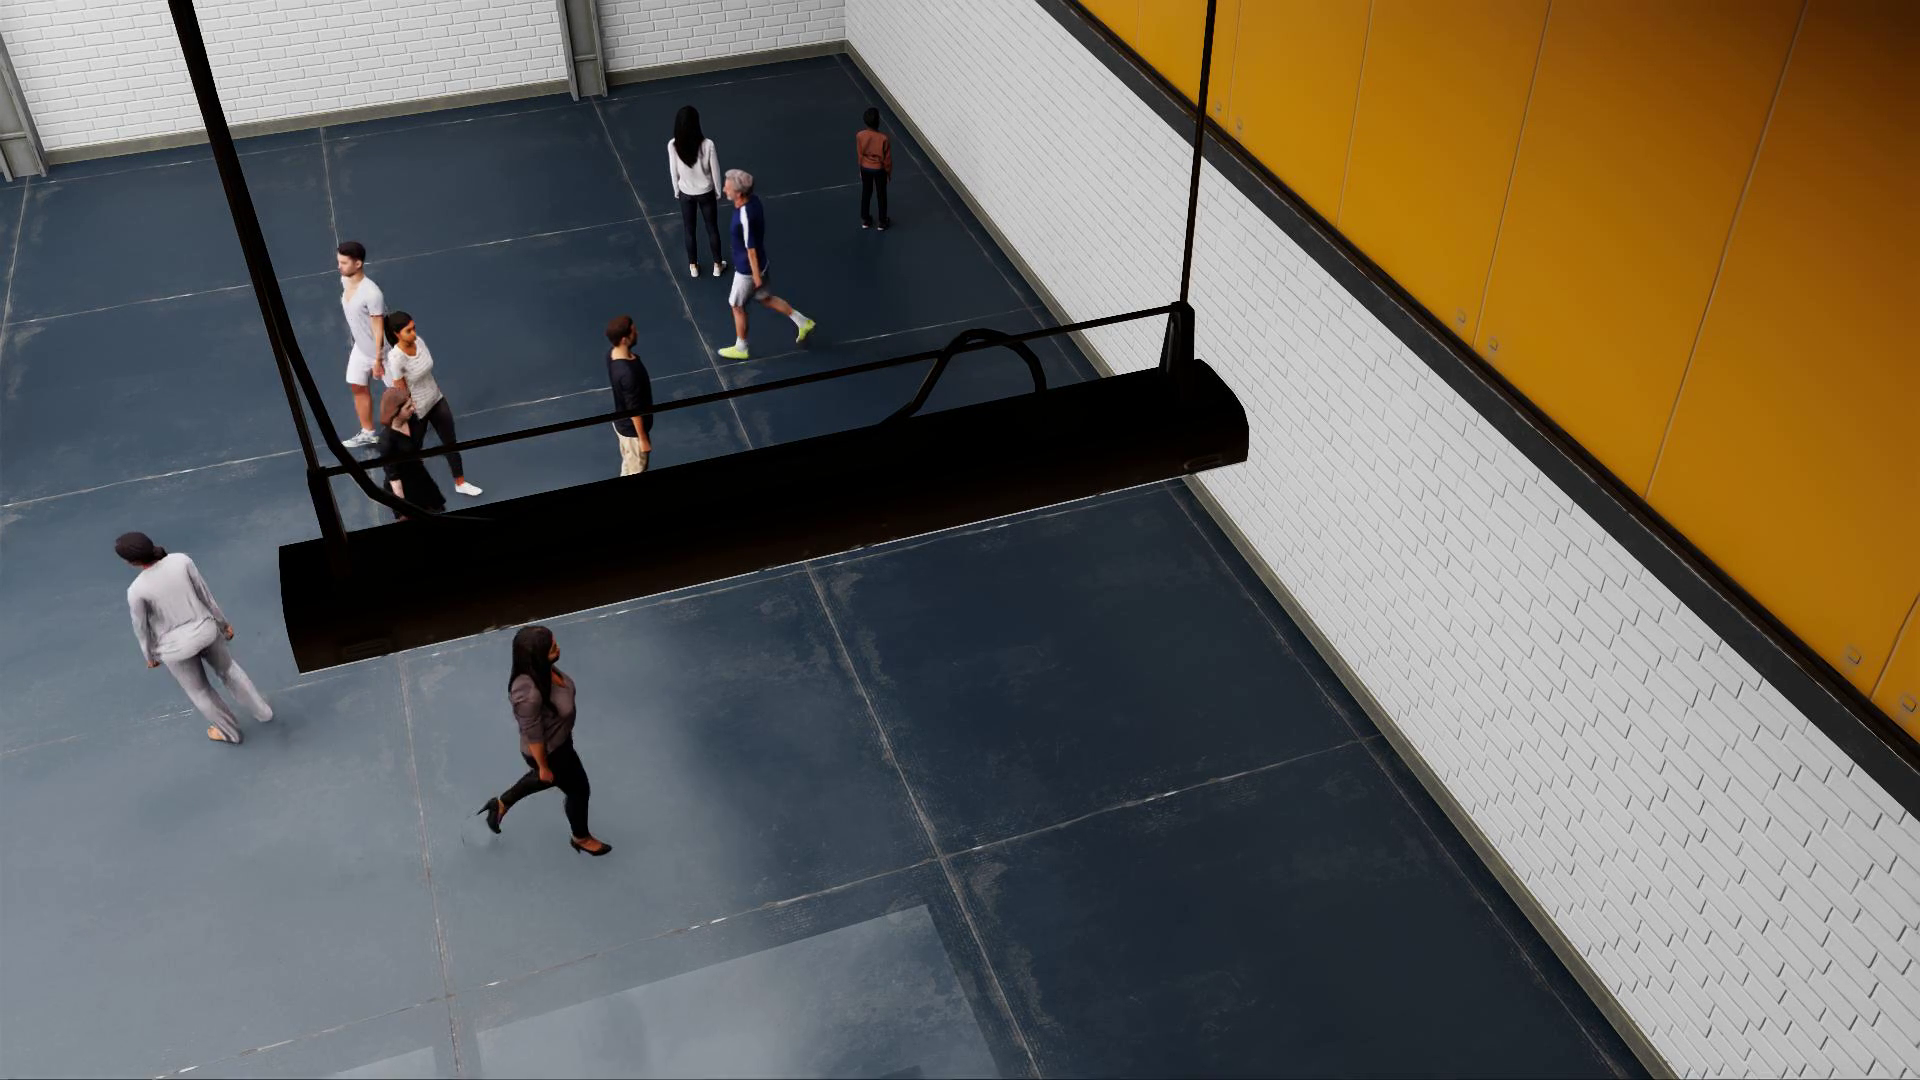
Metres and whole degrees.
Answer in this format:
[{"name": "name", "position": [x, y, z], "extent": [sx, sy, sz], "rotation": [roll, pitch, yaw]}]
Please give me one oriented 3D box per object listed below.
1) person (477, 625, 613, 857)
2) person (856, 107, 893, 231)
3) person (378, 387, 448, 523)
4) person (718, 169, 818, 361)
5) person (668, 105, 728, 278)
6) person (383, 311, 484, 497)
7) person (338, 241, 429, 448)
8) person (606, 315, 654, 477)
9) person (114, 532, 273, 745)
[{"name": "person", "position": [-2.531, 1.238, 9.851], "extent": [1.061, 1.815, 0.776], "rotation": [-5, 39, -6]}, {"name": "person", "position": [-0.856, -3.674, 16.452], "extent": [0.566, 1.252, 0.643], "rotation": [12, 40, 15]}, {"name": "person", "position": [-4.052, -0.398, 12.006], "extent": [0.837, 1.682, 0.780], "rotation": [11, 40, 13]}, {"name": "person", "position": [-1.724, -2.376, 14.379], "extent": [1.198, 1.812, 0.898], "rotation": [0, 39, 0]}, {"name": "person", "position": [-2.470, -3.259, 15.574], "extent": [0.607, 1.700, 0.744], "rotation": [0, 39, 1]}, {"name": "person", "position": [-4.244, -1.047, 12.876], "extent": [1.131, 1.609, 1.041], "rotation": [15, 41, 18]}, {"name": "person", "position": [-4.615, -1.603, 13.397], "extent": [0.943, 1.829, 1.075], "rotation": [32, 48, 33]}, {"name": "person", "position": [-2.458, -0.852, 12.439], "extent": [0.564, 1.850, 0.648], "rotation": [-15, 41, -18]}, {"name": "person", "position": [-4.901, 0.644, 10.684], "extent": [0.816, 1.704, 0.908], "rotation": [-30, 48, -32]}]
